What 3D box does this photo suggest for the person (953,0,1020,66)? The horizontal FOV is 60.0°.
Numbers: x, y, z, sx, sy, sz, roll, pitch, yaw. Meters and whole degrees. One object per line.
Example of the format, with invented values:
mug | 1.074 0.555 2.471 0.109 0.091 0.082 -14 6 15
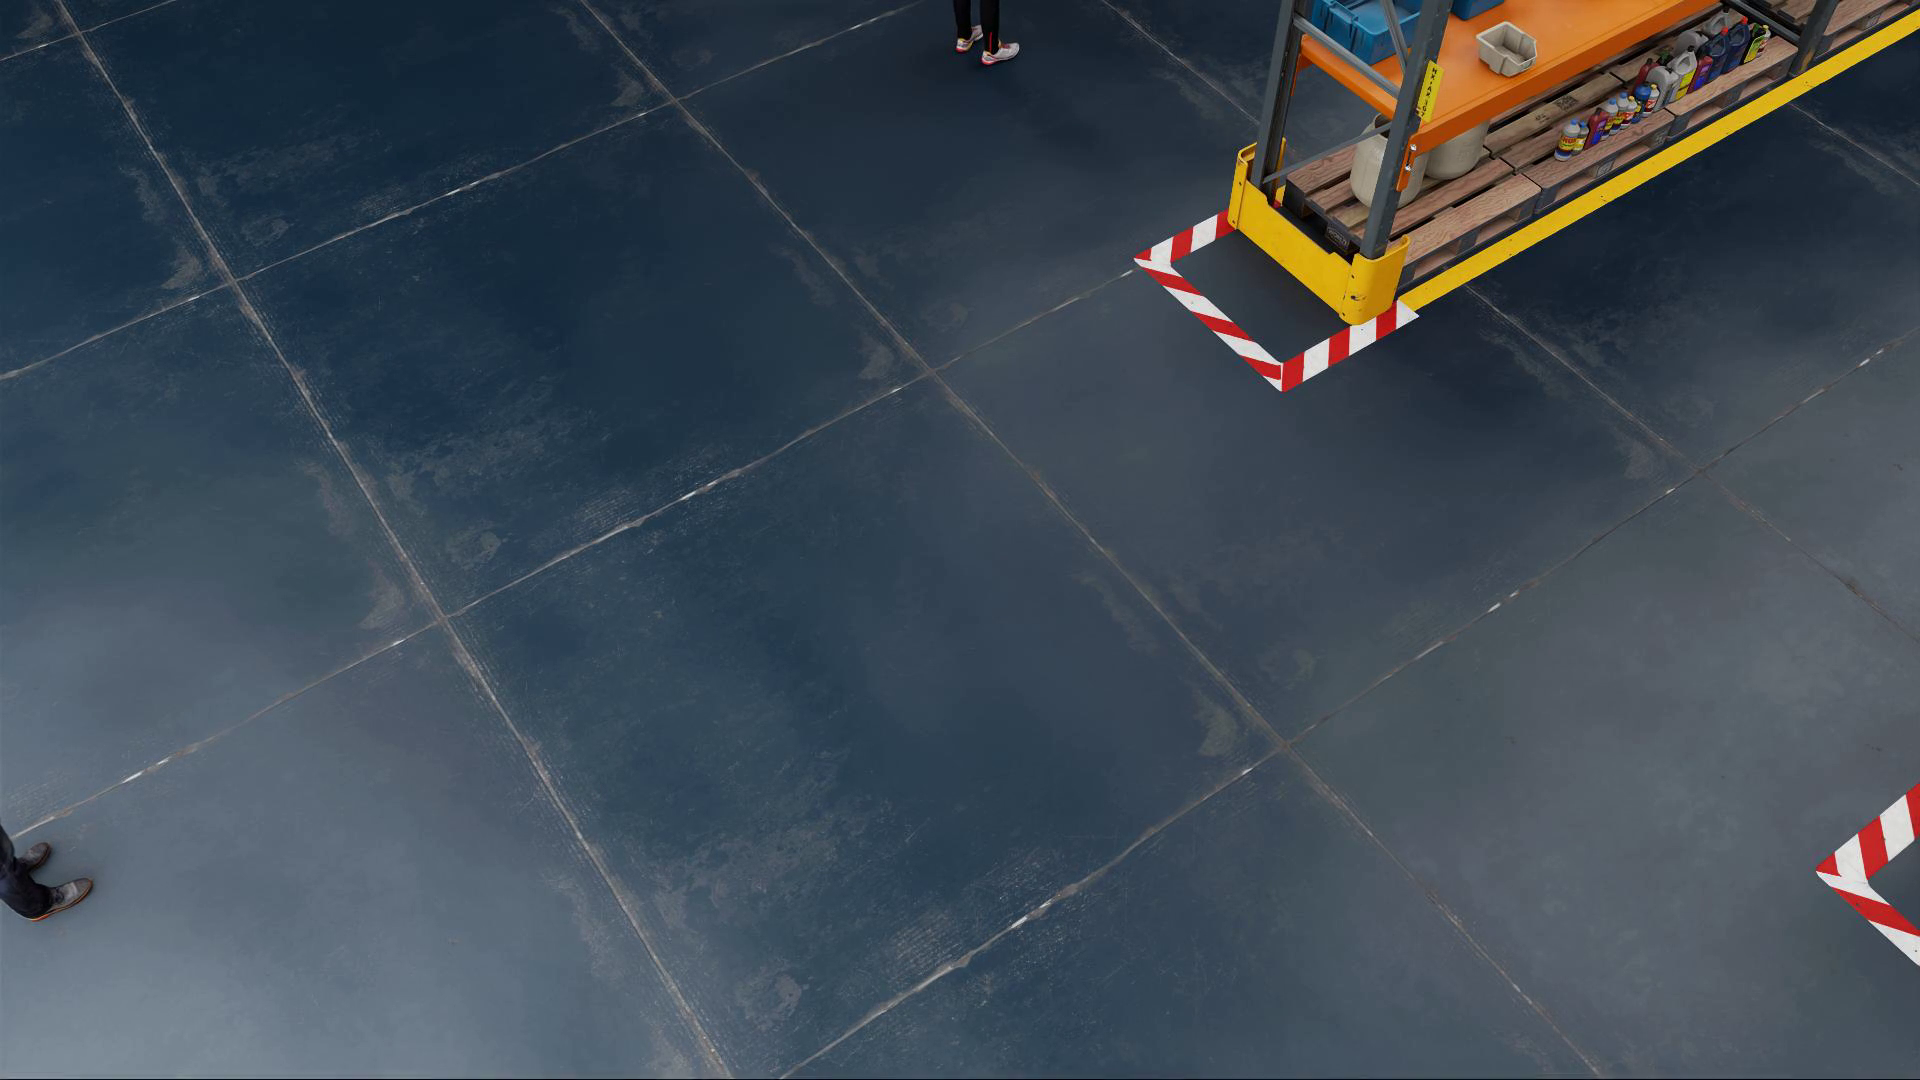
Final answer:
person | 0.130 -3.870 10.609 0.603 1.764 0.665 -38 61 -25
